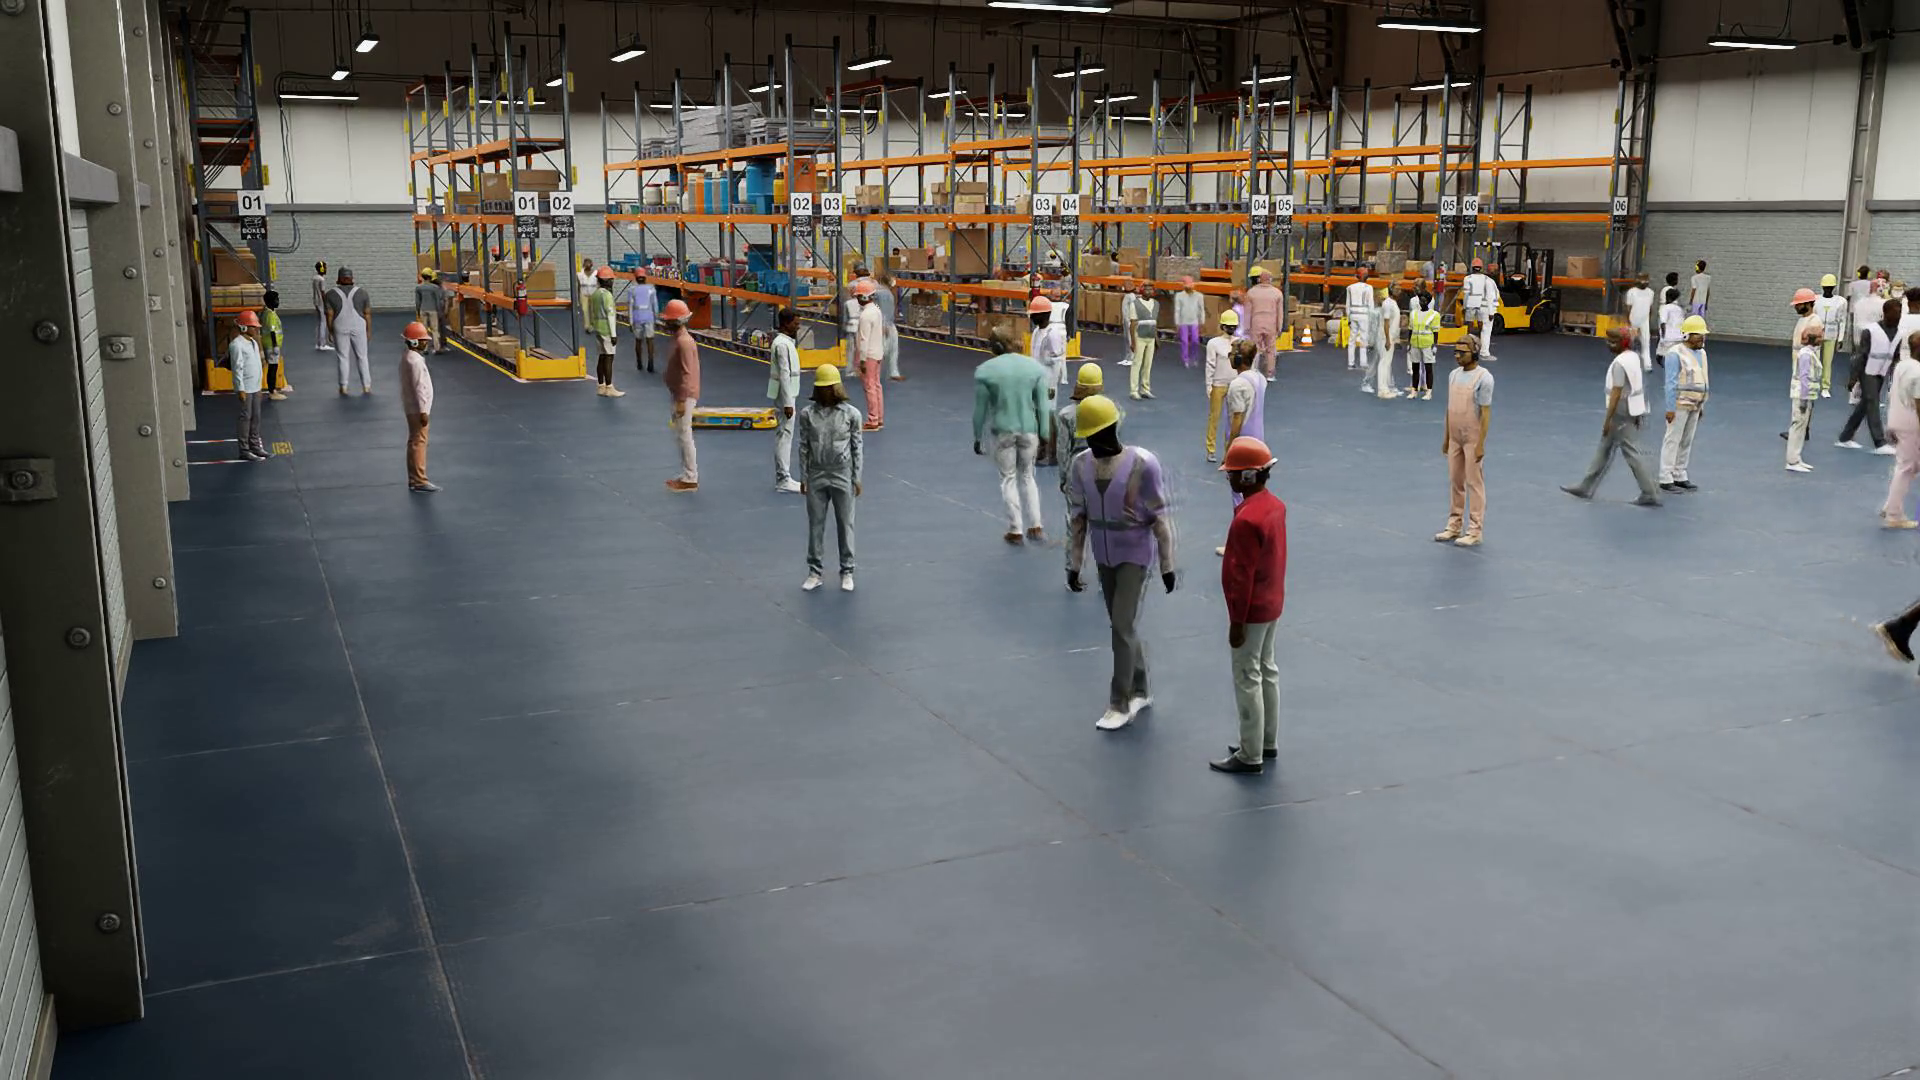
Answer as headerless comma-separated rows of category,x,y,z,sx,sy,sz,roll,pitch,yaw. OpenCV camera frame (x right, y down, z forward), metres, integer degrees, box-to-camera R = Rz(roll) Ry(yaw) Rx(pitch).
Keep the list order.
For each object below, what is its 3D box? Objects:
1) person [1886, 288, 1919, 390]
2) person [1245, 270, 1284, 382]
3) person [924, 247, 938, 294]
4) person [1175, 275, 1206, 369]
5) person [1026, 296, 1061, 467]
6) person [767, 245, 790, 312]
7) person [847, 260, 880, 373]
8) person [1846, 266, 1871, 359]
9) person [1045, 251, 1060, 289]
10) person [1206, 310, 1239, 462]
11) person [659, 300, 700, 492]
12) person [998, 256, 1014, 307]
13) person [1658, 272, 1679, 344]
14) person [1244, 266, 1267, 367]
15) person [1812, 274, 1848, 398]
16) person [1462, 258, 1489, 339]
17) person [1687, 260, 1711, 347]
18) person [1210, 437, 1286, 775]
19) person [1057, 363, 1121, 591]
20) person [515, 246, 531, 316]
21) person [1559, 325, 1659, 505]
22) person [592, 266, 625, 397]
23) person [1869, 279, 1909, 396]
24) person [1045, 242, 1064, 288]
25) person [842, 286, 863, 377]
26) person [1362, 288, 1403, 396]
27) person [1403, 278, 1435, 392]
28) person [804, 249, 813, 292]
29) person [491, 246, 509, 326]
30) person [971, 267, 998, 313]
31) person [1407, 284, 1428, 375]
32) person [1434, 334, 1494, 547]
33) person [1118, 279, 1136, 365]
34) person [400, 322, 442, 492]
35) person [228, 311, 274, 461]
person,12.156,-2.262,21.321,0.612,1.914,0.986,7,13,30
person,5.199,-3.646,28.417,0.649,1.907,0.404,2,11,12
person,-0.822,-7.179,46.325,0.619,1.923,1.207,1,11,6
person,4.271,-4.031,30.839,0.589,1.715,0.411,0,11,1
person,0.931,-1.801,18.951,0.363,1.934,0.552,-5,12,-23
person,-5.098,-7.600,48.323,1.053,1.984,0.640,-7,13,-30
person,-1.793,-4.031,30.018,0.681,2.000,0.538,-8,14,-36
person,17.720,-4.491,32.857,0.498,1.839,0.685,2,11,8
person,2.761,-7.685,49.289,0.524,1.769,0.314,3,12,17
person,3.099,-1.781,19.285,0.533,1.767,0.326,-4,12,-18
person,-2.896,-1.490,17.260,0.397,1.983,0.656,-3,11,-14
person,1.345,-7.503,48.688,0.514,1.639,0.314,4,12,20
person,14.193,-4.506,33.305,0.322,1.697,0.530,-1,11,-3
person,5.463,-4.097,30.685,0.574,1.908,0.599,6,13,27
person,13.514,-3.187,26.014,0.589,1.927,0.387,5,12,24
person,10.737,-4.899,34.690,0.545,1.939,0.373,-1,11,-3
person,15.841,-5.063,35.701,0.516,1.871,0.325,-4,12,-19
person,1.484,0.333,8.598,0.352,1.743,0.573,6,12,26
person,0.990,-0.478,12.714,0.489,1.746,0.286,2,11,10
person,-12.228,-7.312,46.906,0.603,1.965,0.950,-1,11,-4
person,6.528,-1.239,16.509,0.985,1.776,0.611,7,13,32
person,-5.537,-3.262,26.104,0.374,2.044,0.606,-8,14,-34
person,13.424,-2.786,23.985,0.628,1.930,0.368,4,12,21
person,3.202,-9.108,56.167,0.652,1.904,0.402,3,12,17
person,-1.806,-3.662,29.252,0.590,1.610,0.347,6,12,26
person,6.745,-3.162,26.472,0.490,1.698,0.901,-9,14,-38
person,7.406,-3.299,26.815,0.504,1.839,0.344,-8,14,-35
person,-4.729,-8.228,52.114,0.348,1.743,0.568,-3,12,-15
person,-11.727,-6.447,42.290,0.614,2.040,0.390,-2,11,-12
person,0.581,-5.986,40.393,0.666,1.856,0.978,-1,11,-7
person,8.185,-3.771,29.717,0.306,1.639,0.522,11,15,43
person,4.399,-0.868,14.462,0.339,1.839,0.504,-5,12,-25
person,3.186,-4.132,31.569,0.279,1.633,0.500,-2,11,-11
person,-5.610,-1.379,17.268,0.334,1.749,0.575,-6,13,-28
person,-8.289,-1.800,19.438,0.350,1.743,0.563,0,11,2
